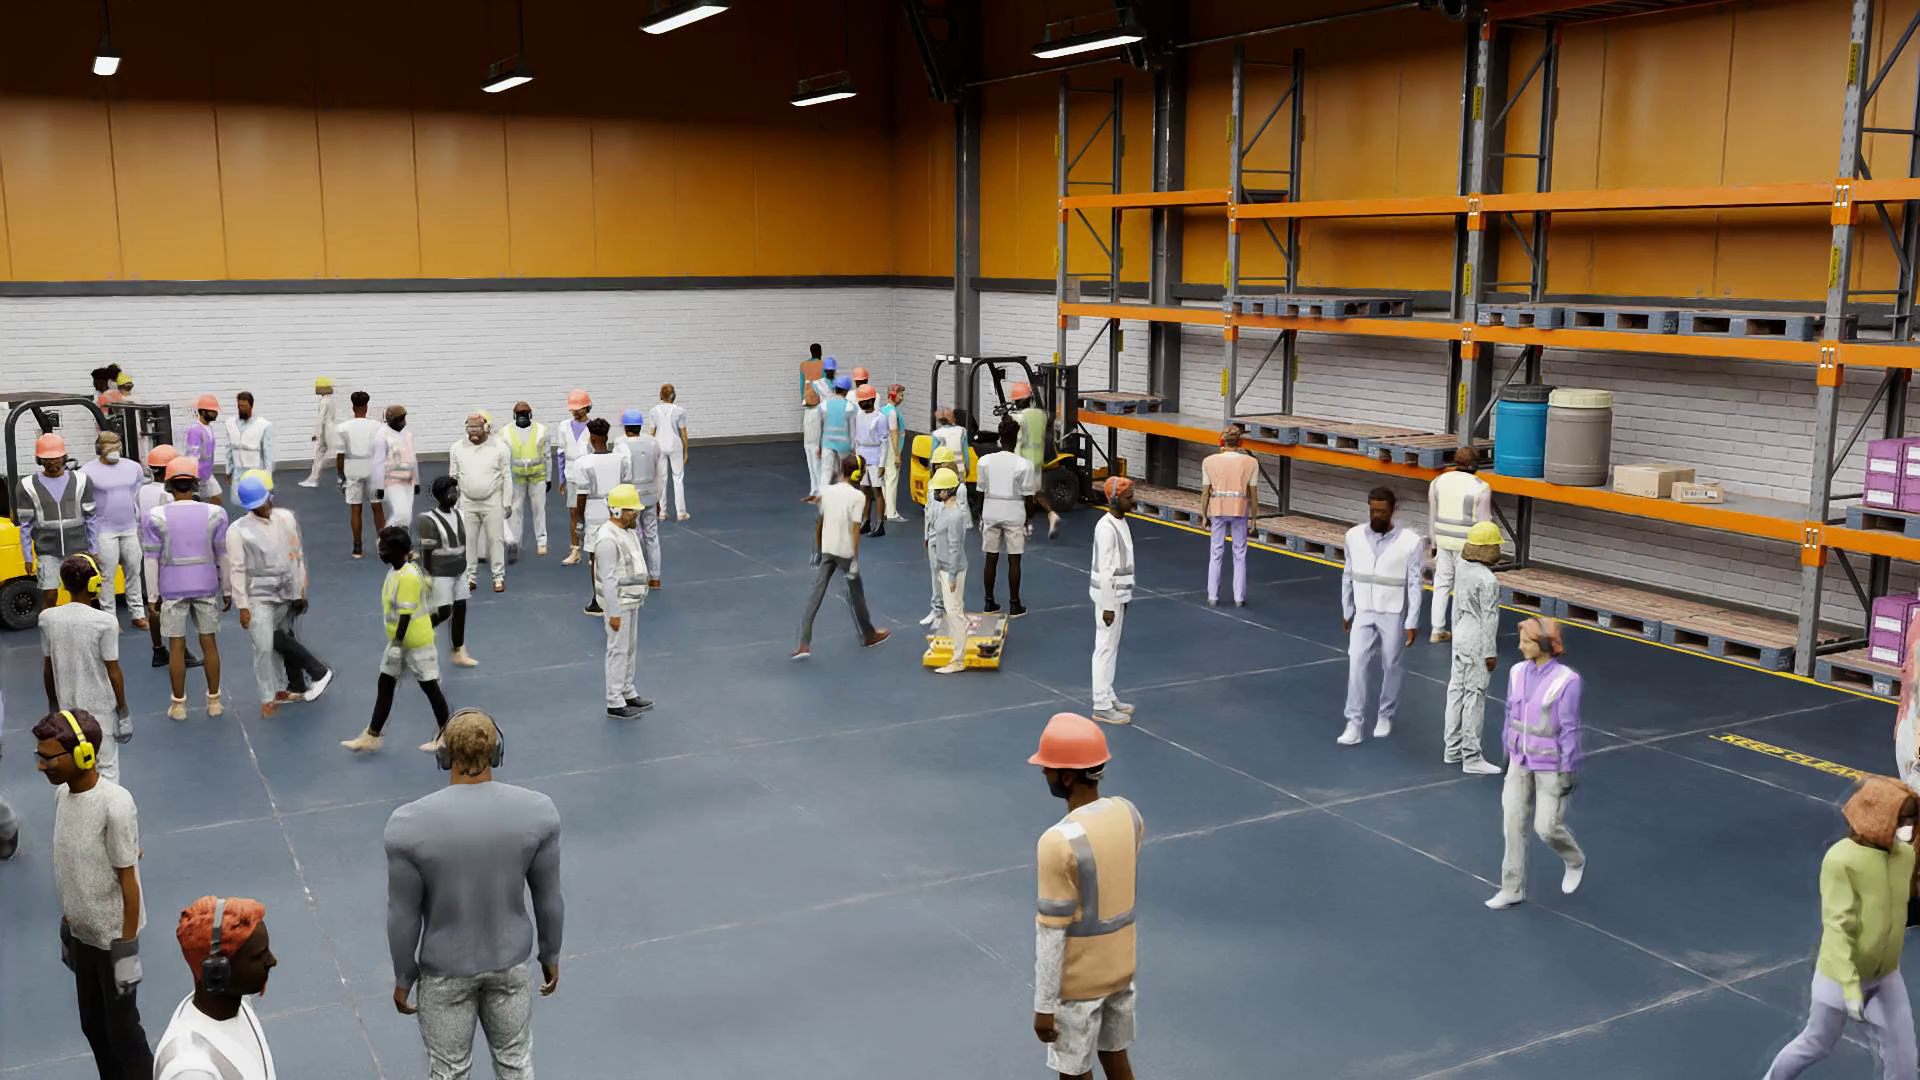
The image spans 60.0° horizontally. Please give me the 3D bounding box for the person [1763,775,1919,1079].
[{"bbox_3d":[3.503,1.681,6.479,0.506,1.592,0.819,-4,11,-21],"label":"person"}]

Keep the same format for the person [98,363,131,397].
[{"bbox_3d":[-12.951,-1.782,25.601,0.514,1.876,0.328,-1,10,-6],"label":"person"}]

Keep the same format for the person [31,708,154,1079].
[{"bbox_3d":[-3.348,1.556,6.449,0.524,1.857,0.341,7,12,35],"label":"person"}]

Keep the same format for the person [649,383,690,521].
[{"bbox_3d":[-3.860,-1.160,22.121,0.504,1.840,0.345,1,10,6],"label":"person"}]

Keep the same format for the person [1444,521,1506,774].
[{"bbox_3d":[3.577,0.731,11.507,0.311,1.744,0.486,-2,10,-10],"label":"person"}]

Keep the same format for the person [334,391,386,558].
[{"bbox_3d":[-6.995,-0.772,19.519,0.614,1.963,0.362,-4,10,-19],"label":"person"}]

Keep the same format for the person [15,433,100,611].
[{"bbox_3d":[-7.805,0.081,14.439,0.607,2.035,0.414,-7,12,-34],"label":"person"}]

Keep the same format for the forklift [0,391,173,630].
[{"bbox_3d":[-9.026,-0.363,16.508,1.214,2.155,2.313,6,11,29],"label":"forklift"}]

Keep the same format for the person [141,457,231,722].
[{"bbox_3d":[-5.909,0.375,12.740,0.613,2.033,0.411,-6,12,-33],"label":"person"}]

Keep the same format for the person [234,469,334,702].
[{"bbox_3d":[-5.355,0.378,13.104,0.554,1.895,0.617,-8,12,-38],"label":"person"}]

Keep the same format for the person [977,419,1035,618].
[{"bbox_3d":[0.454,-0.213,16.348,0.599,1.959,0.387,4,10,20],"label":"person"}]

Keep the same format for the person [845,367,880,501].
[{"bbox_3d":[-1.415,-1.513,23.896,0.557,1.936,0.438,1,10,8],"label":"person"}]

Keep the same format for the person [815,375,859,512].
[{"bbox_3d":[-1.687,-1.279,22.639,0.615,1.915,0.795,2,10,11],"label":"person"}]

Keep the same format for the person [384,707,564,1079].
[{"bbox_3d":[-1.783,1.569,6.167,0.635,1.929,0.382,-5,11,-27],"label":"person"}]

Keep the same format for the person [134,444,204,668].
[{"bbox_3d":[-6.811,0.144,14.328,0.549,1.936,0.377,5,11,26],"label":"person"}]

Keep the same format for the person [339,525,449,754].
[{"bbox_3d":[-4.010,0.734,11.752,0.841,1.655,0.540,-7,12,-35],"label":"person"}]

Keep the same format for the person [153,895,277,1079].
[{"bbox_3d":[-2.002,1.875,4.553,0.344,1.876,0.578,-2,10,-13],"label":"person"}]

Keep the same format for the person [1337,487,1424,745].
[{"bbox_3d":[3.016,0.563,12.062,0.619,1.881,0.885,6,11,31],"label":"person"}]

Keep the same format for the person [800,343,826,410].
[{"bbox_3d":[-2.649,-2.628,30.358,0.588,1.915,0.398,5,11,27],"label":"person"}]

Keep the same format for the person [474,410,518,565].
[{"bbox_3d":[-5.329,-0.575,18.849,0.598,1.805,0.751,-9,13,-42],"label":"person"}]

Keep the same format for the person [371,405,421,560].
[{"bbox_3d":[-6.495,-0.658,19.255,0.447,1.826,0.647,3,10,15],"label":"person"}]

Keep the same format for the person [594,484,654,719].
[{"bbox_3d":[-2.596,0.472,12.797,0.403,1.818,0.601,1,10,4],"label":"person"}]

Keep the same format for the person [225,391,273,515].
[{"bbox_3d":[-8.618,-0.863,20.203,0.621,1.905,0.549,2,10,10],"label":"person"}]

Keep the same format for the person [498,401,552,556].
[{"bbox_3d":[-5.125,-0.721,19.628,0.619,1.836,0.430,-3,10,-16],"label":"person"}]

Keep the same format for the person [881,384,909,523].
[{"bbox_3d":[-0.910,-1.148,22.056,0.389,1.838,0.563,-3,10,-14],"label":"person"}]

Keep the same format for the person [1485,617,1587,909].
[{"bbox_3d":[3.166,1.217,9.069,0.561,1.612,0.540,-5,11,-27],"label":"person"}]

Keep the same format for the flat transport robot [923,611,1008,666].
[{"bbox_3d":[0.067,0.871,14.938,0.652,0.197,1.431,1,10,5],"label":"flat transport robot"}]

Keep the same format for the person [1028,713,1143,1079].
[{"bbox_3d":[0.443,1.580,6.131,0.421,1.924,0.558,8,13,40],"label":"person"}]

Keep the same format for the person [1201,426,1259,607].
[{"bbox_3d":[2.712,-0.229,16.771,0.560,1.837,0.391,2,10,11],"label":"person"}]

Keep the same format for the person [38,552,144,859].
[{"bbox_3d":[-5.055,0.998,9.650,0.511,1.862,0.324,2,10,10],"label":"person"}]

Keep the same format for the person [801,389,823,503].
[{"bbox_3d":[-2.111,-1.341,23.782,0.290,1.627,0.504,-5,11,-26],"label":"person"}]

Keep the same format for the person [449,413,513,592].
[{"bbox_3d":[-5.041,-0.388,17.484,0.653,1.906,0.405,-1,10,-4],"label":"person"}]

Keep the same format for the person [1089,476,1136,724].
[{"bbox_3d":[1.176,0.449,12.736,0.358,1.882,0.574,3,10,14],"label":"person"}]

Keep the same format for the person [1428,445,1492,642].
[{"bbox_3d":[4.558,0.054,15.135,0.429,1.840,0.635,-8,13,-38],"label":"person"}]

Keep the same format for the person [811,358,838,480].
[{"bbox_3d":[-2.019,-1.867,25.908,0.629,1.941,0.401,-5,11,-25],"label":"person"}]

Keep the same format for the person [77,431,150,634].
[{"bbox_3d":[-7.927,-0.072,15.614,0.382,1.930,0.636,7,12,37],"label":"person"}]

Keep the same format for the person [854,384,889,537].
[{"bbox_3d":[-1.142,-0.995,20.916,0.385,1.928,0.547,-10,14,-44],"label":"person"}]

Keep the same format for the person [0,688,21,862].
[{"bbox_3d":[-5.690,1.072,9.402,0.604,1.814,0.762,-1,10,-5],"label":"person"}]

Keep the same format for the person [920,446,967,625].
[{"bbox_3d":[-0.155,-0.026,15.868,0.487,1.744,0.297,8,13,39],"label":"person"}]

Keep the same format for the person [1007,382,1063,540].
[{"bbox_3d":[0.891,-0.942,20.433,0.630,2.001,0.799,-9,13,-41],"label":"person"}]

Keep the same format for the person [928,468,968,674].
[{"bbox_3d":[-0.104,0.258,14.196,0.342,1.761,0.524,-1,10,-8],"label":"person"}]

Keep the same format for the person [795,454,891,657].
[{"bbox_3d":[-1.106,0.137,14.841,0.593,1.792,1.034,6,12,31],"label":"person"}]

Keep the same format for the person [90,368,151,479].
[{"bbox_3d":[-12.072,-1.500,23.803,0.712,1.944,0.607,-2,10,-9],"label":"person"}]

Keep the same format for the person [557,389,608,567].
[{"bbox_3d":[-4.301,-0.704,18.924,0.606,2.039,0.381,2,10,12],"label":"person"}]

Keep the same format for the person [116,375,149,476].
[{"bbox_3d":[-12.333,-1.569,24.688,0.327,1.767,0.533,4,11,23],"label":"person"}]

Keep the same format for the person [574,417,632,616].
[{"bbox_3d":[-3.515,-0.231,16.407,0.605,1.966,0.367,-7,12,-37],"label":"person"}]

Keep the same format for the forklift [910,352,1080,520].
[{"bbox_3d":[0.460,-1.461,22.833,2.313,2.155,1.214,-5,11,-28],"label":"forklift"}]

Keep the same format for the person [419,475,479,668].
[{"bbox_3d":[-4.453,0.269,14.322,0.525,1.682,0.544,4,11,23],"label":"person"}]

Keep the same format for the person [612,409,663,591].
[{"bbox_3d":[-3.396,-0.405,17.459,0.404,1.945,0.615,9,14,43],"label":"person"}]

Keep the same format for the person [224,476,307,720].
[{"bbox_3d":[-5.351,0.426,12.860,0.479,1.901,0.715,5,11,26],"label":"person"}]

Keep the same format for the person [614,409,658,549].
[{"bbox_3d":[-3.842,-0.707,19.839,0.607,1.720,0.446,-6,12,-33],"label":"person"}]

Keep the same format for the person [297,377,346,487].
[{"bbox_3d":[-9.612,-1.633,25.253,0.904,1.697,0.489,-2,10,-14],"label":"person"}]

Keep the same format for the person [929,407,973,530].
[{"bbox_3d":[-0.109,-0.881,21.186,0.565,1.622,0.328,-5,11,-28],"label":"person"}]
